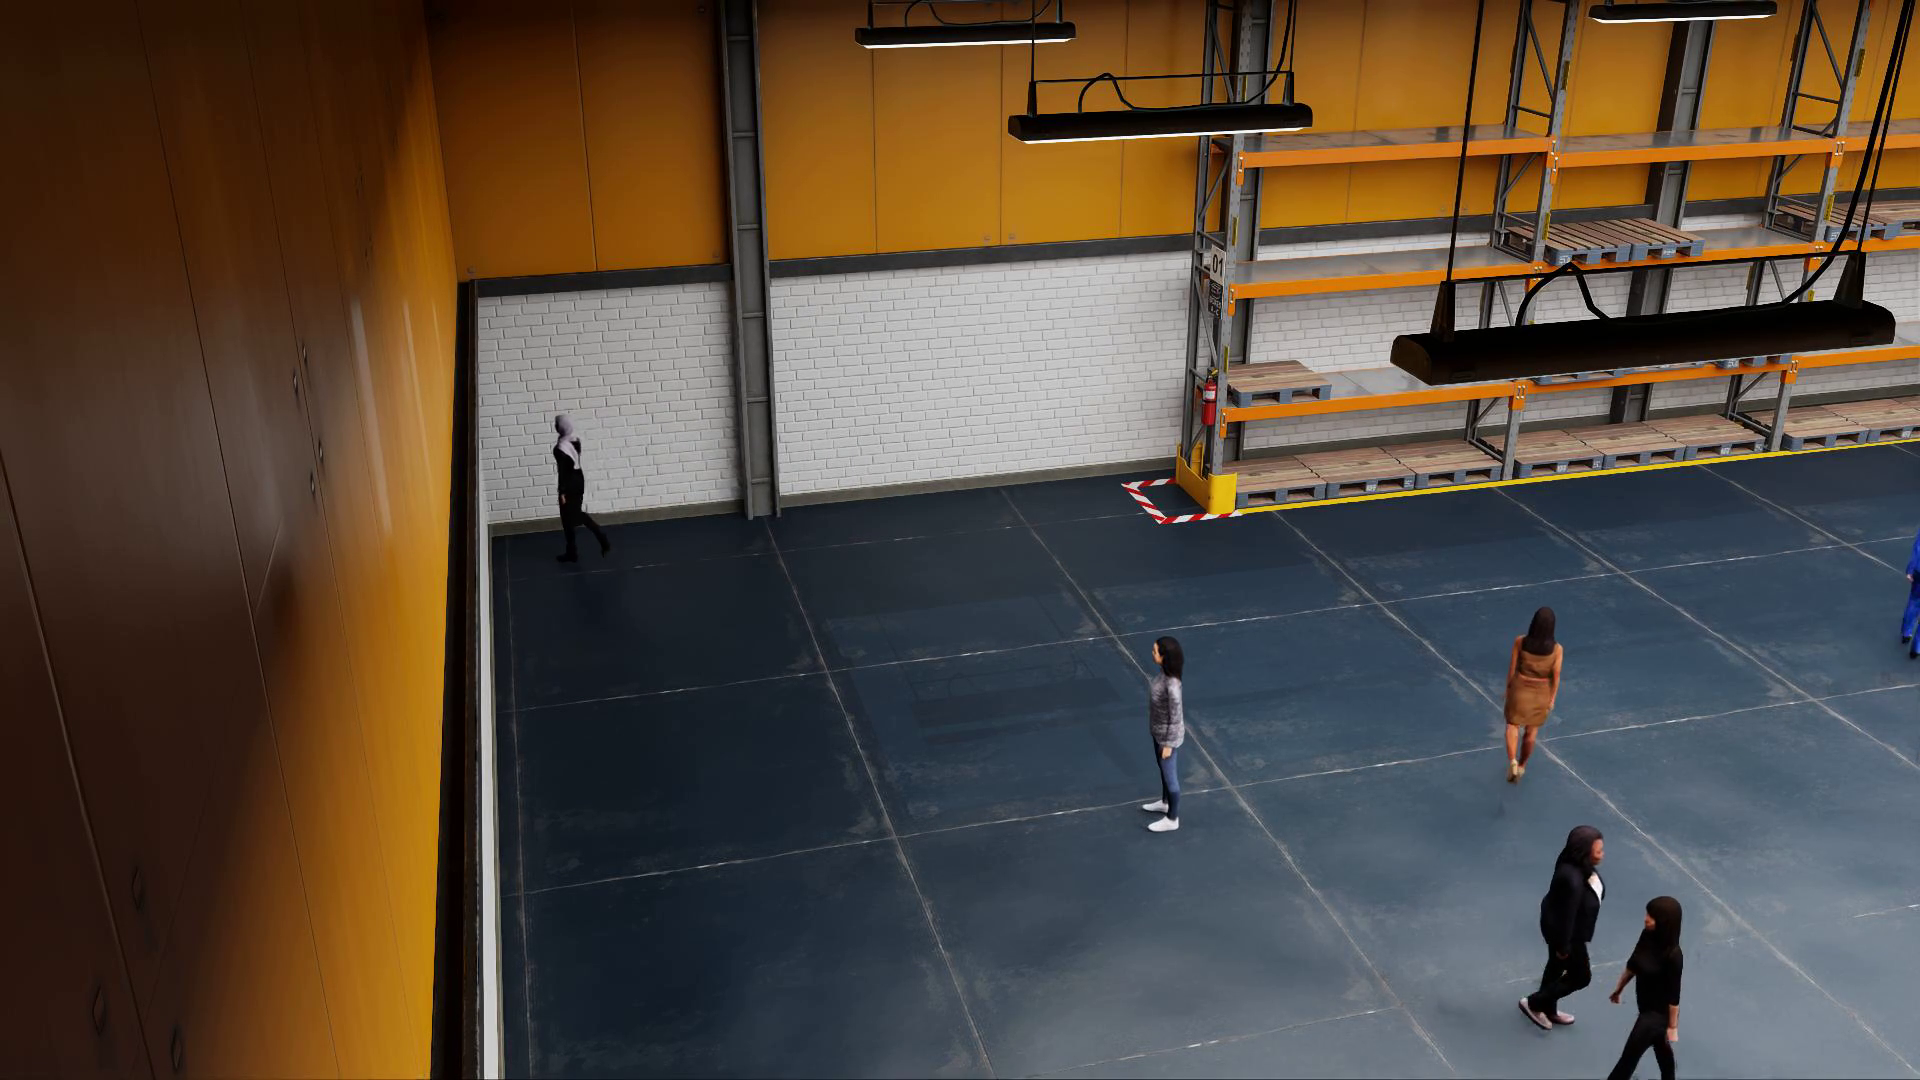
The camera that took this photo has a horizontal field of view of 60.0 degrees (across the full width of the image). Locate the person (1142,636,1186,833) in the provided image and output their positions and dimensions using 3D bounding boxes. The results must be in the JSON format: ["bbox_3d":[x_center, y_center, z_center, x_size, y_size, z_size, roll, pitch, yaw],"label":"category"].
[{"bbox_3d":[1.696,1.564,13.617,0.609,1.731,0.663,-1,24,-1],"label":"person"}]

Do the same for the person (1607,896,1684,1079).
[{"bbox_3d":[4.488,2.967,10.567,1.054,1.604,0.727,-2,24,-5],"label":"person"}]

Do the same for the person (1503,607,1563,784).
[{"bbox_3d":[4.829,1.370,14.128,0.842,1.678,0.874,9,25,19],"label":"person"}]

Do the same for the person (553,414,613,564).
[{"bbox_3d":[-4.217,-0.545,18.399,1.019,1.766,0.895,7,25,16],"label":"person"}]

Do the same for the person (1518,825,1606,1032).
[{"bbox_3d":[4.042,2.632,11.331,0.829,1.605,0.780,7,25,15],"label":"person"}]

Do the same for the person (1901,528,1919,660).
[{"bbox_3d":[9.570,0.388,16.370,0.826,1.683,0.901,19,30,37],"label":"person"}]
